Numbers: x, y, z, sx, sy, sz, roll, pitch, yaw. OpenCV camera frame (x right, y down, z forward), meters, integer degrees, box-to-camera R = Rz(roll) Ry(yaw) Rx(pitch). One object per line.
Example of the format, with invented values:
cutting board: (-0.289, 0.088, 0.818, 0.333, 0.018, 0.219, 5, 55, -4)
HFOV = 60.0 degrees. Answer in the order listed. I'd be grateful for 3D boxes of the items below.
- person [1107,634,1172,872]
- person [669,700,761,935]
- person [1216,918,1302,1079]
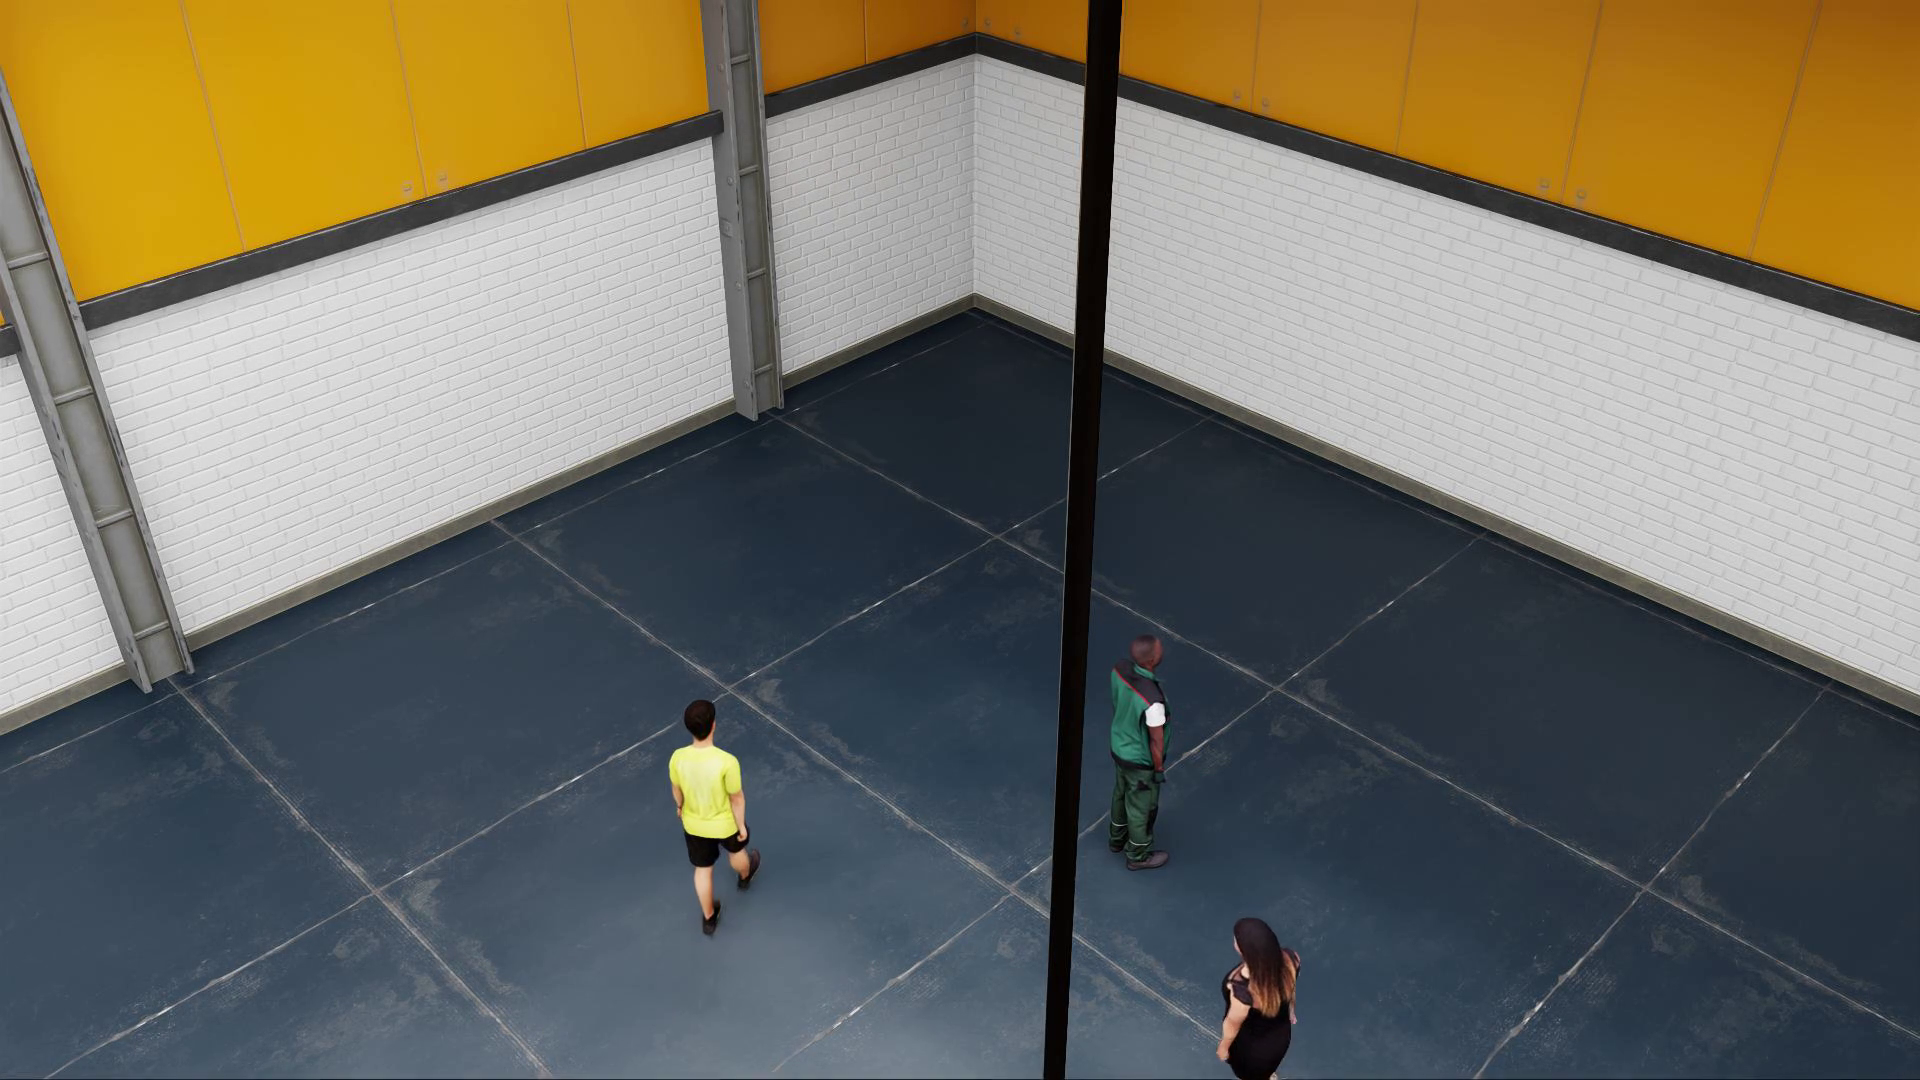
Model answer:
person: (1.162, 1.371, 10.833, 0.720, 1.840, 0.755, -16, 37, -22)
person: (-1.569, 1.774, 10.366, 0.945, 1.686, 1.042, 5, 34, 8)
person: (1.659, 2.729, 8.923, 0.600, 1.693, 0.757, -22, 39, -29)
